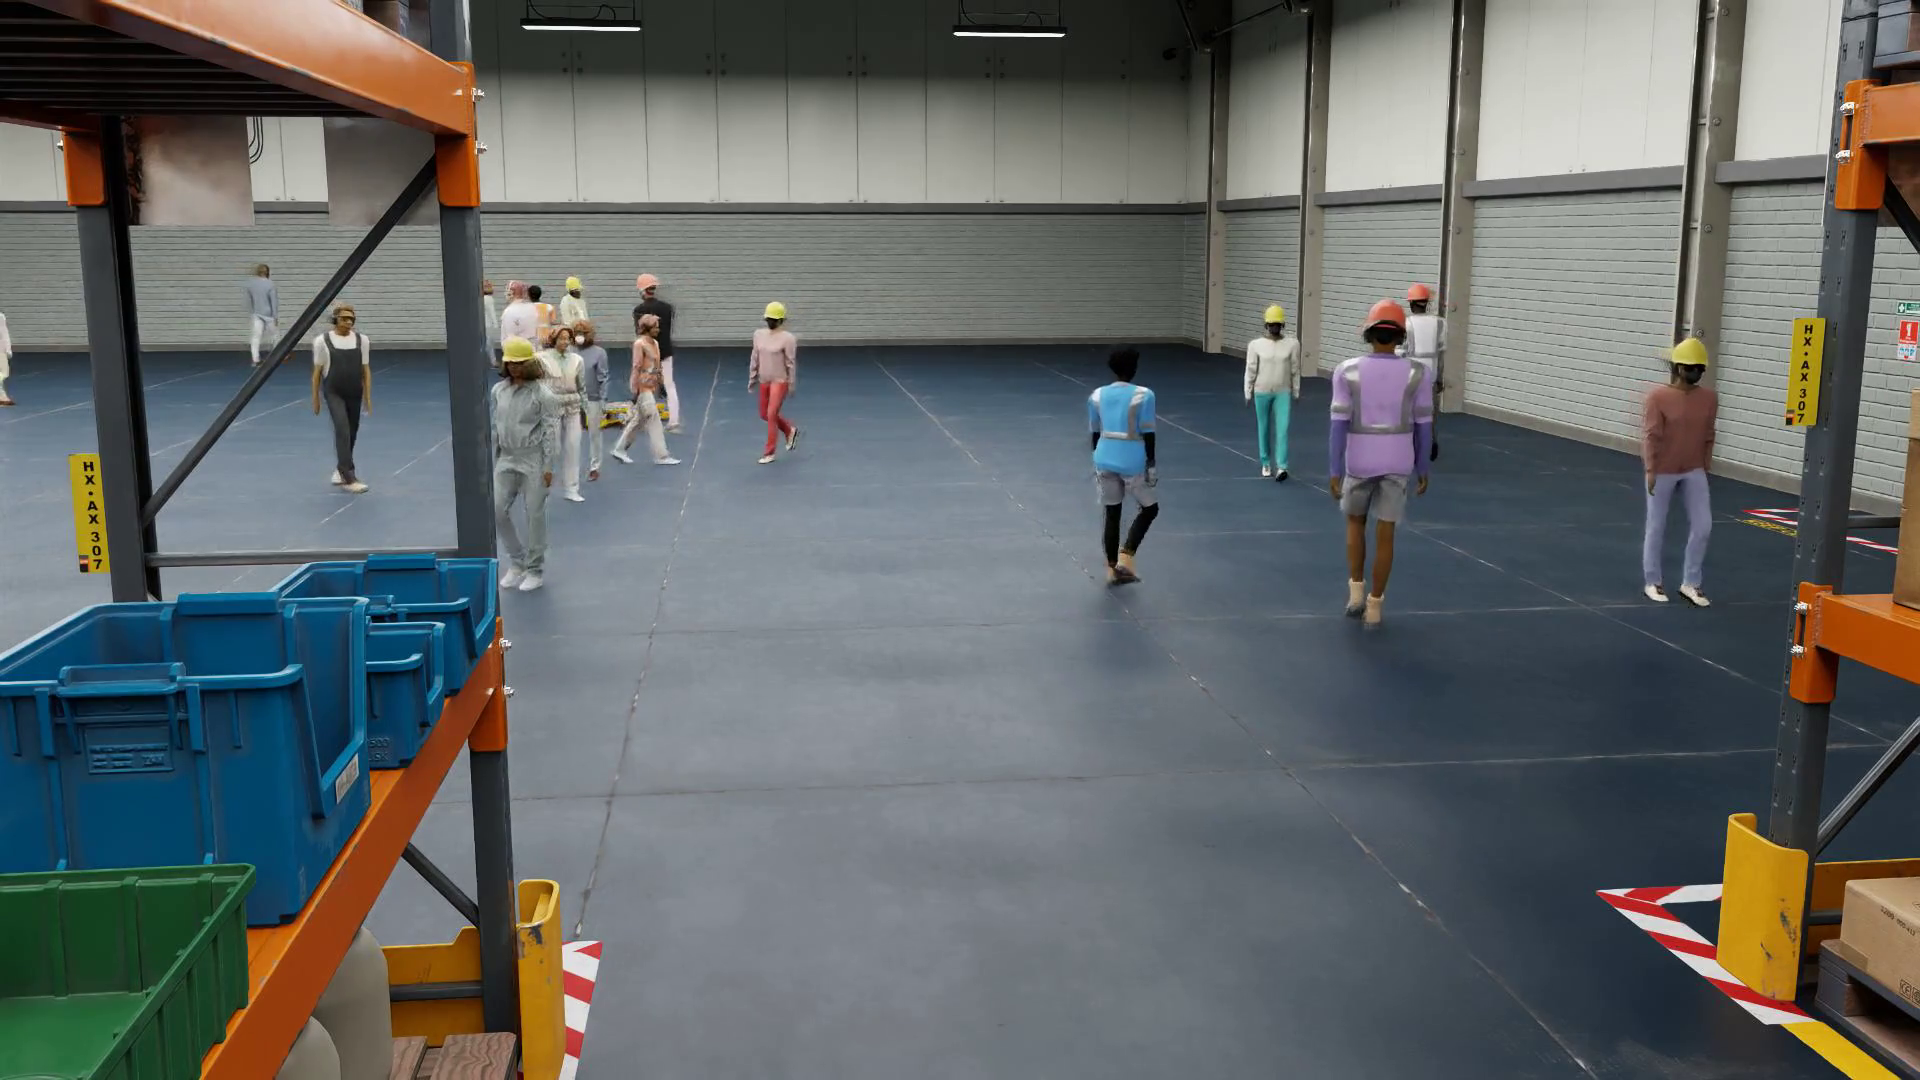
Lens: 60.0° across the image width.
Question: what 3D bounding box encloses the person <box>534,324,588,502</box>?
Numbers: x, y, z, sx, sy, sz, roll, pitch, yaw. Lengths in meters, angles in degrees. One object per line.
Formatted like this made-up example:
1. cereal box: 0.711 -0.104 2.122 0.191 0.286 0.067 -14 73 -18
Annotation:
1. person: -3.651 -1.157 15.153 0.528 1.620 0.463 -8 13 -37

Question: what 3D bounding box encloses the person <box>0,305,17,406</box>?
1. person: -13.679 -2.678 23.500 0.509 1.617 0.609 4 11 21

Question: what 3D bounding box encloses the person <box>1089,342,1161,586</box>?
1. person: 1.123 -0.514 11.423 0.553 1.687 0.355 8 13 38

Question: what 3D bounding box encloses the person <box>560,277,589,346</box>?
1. person: -5.961 -3.191 25.879 0.408 1.790 0.665 3 11 17

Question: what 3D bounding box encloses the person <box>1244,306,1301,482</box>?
1. person: 3.088 -1.442 16.443 0.551 1.713 0.906 1 10 7

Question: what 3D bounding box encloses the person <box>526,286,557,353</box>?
1. person: -6.393 -3.008 25.167 0.546 1.660 0.747 -7 12 -33

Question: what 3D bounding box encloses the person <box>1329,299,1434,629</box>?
1. person: 2.613 -0.479 10.347 0.625 2.016 0.694 2 11 12

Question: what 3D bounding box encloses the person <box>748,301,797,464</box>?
1. person: -1.954 -1.703 17.860 0.567 1.725 0.698 6 12 31

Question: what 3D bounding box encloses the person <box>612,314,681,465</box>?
1. person: -3.368 -1.591 17.574 0.751 1.603 0.512 1 10 4

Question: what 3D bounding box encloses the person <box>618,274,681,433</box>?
1. person: -3.835 -2.300 20.560 1.061 1.933 0.613 10 14 44

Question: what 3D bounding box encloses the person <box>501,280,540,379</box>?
1. person: -5.292 -2.193 20.116 0.514 1.892 0.646 3 11 15

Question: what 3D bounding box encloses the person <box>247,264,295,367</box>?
1. person: -12.920 -4.188 31.053 0.656 1.879 1.045 2 11 13

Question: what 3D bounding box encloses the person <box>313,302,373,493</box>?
1. person: -5.916 -1.374 15.874 0.504 1.812 0.857 -9 14 -40

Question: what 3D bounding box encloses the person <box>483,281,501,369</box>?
1. person: -8.636 -3.901 30.211 0.683 1.612 0.506 -8 13 -37

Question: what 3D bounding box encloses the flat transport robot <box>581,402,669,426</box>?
1. flat transport robot: -4.443 -1.647 21.556 0.652 0.197 1.431 7 12 33

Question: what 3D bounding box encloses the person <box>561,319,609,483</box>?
1. person: -3.677 -1.329 16.147 0.513 1.593 0.795 1 10 4

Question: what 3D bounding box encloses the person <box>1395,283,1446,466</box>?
1. person: 4.817 -1.725 17.446 0.562 1.922 0.494 -1 10 -7

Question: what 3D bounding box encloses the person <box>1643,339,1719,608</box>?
1. person: 4.692 -0.427 10.820 0.525 1.748 0.604 0 10 -3

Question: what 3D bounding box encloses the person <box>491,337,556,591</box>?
1. person: -2.977 -0.509 11.282 0.513 1.728 0.374 3 11 16
